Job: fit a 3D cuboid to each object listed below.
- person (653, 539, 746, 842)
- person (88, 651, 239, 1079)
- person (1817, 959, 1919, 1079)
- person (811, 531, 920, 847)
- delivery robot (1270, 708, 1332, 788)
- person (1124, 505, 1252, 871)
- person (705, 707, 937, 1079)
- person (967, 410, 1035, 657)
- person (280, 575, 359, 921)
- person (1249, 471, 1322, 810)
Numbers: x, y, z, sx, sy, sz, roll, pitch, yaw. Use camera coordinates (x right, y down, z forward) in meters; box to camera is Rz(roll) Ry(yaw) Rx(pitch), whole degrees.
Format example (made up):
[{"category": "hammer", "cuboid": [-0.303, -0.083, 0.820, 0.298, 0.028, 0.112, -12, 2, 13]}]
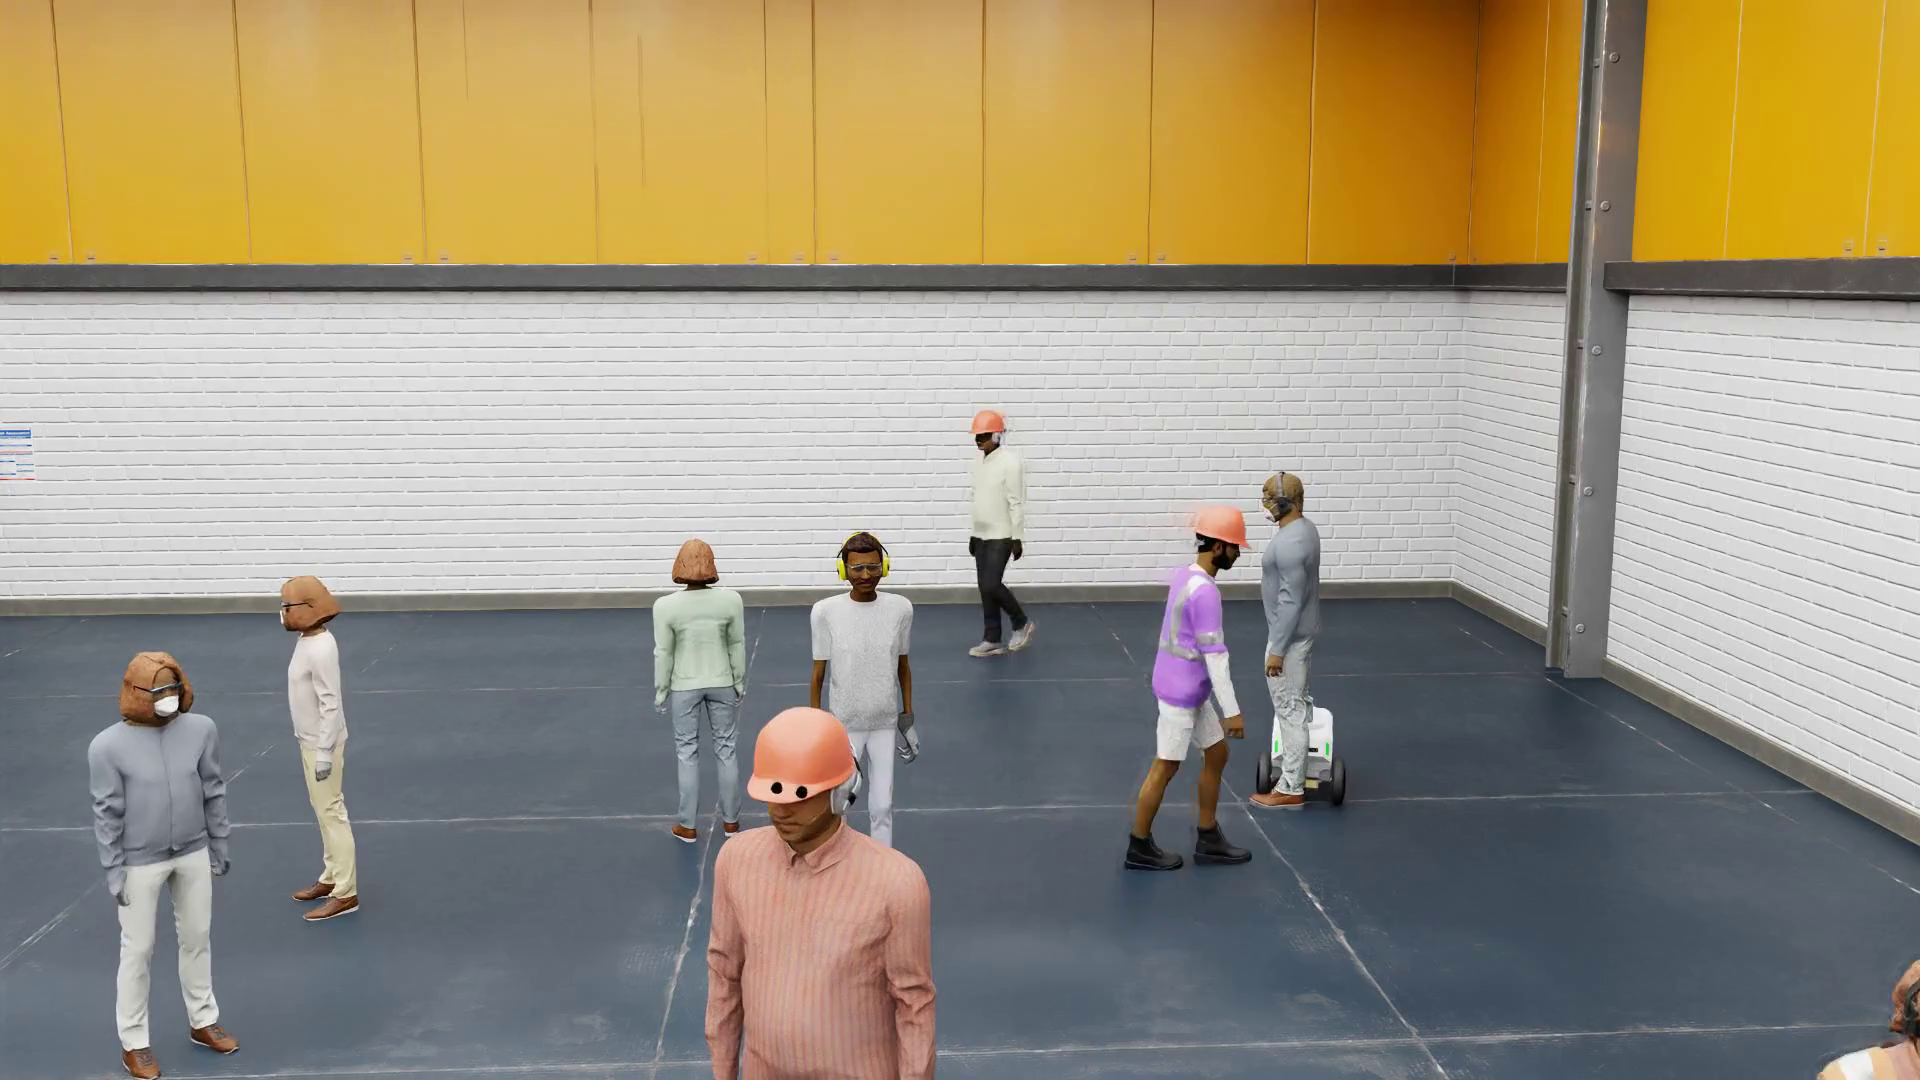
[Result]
[{"category": "person", "cuboid": [-1.393, 0.805, 8.930, 0.498, 1.634, 0.280, -3, 10, -20]}, {"category": "person", "cuboid": [-3.028, 1.220, 6.354, 0.279, 1.629, 0.504, 7, 12, 38]}, {"category": "person", "cuboid": [2.080, 1.636, 3.804, 0.529, 1.612, 0.593, 0, 9, -3]}, {"category": "person", "cuboid": [-0.446, 0.876, 7.754, 0.535, 1.868, 0.309, -3, 10, -18]}, {"category": "delivery robot", "cuboid": [2.011, 1.163, 9.771, 0.477, 0.478, 0.707, 2, 9, 12]}, {"category": "person", "cuboid": [1.206, 0.766, 8.383, 0.796, 1.884, 0.571, 1, 9, 5]}, {"category": "person", "cuboid": [-0.371, 1.382, 4.189, 0.622, 1.990, 0.402, 4, 10, 21]}, {"category": "person", "cuboid": [0.265, -0.046, 13.191, 0.451, 1.979, 0.624, -6, 11, -34]}, {"category": "person", "cuboid": [-3.047, 0.972, 7.885, 0.268, 1.631, 0.509, -5, 10, -29]}, {"category": "person", "cuboid": [1.864, 0.571, 9.471, 0.370, 1.934, 0.627, 3, 10, 19]}]
